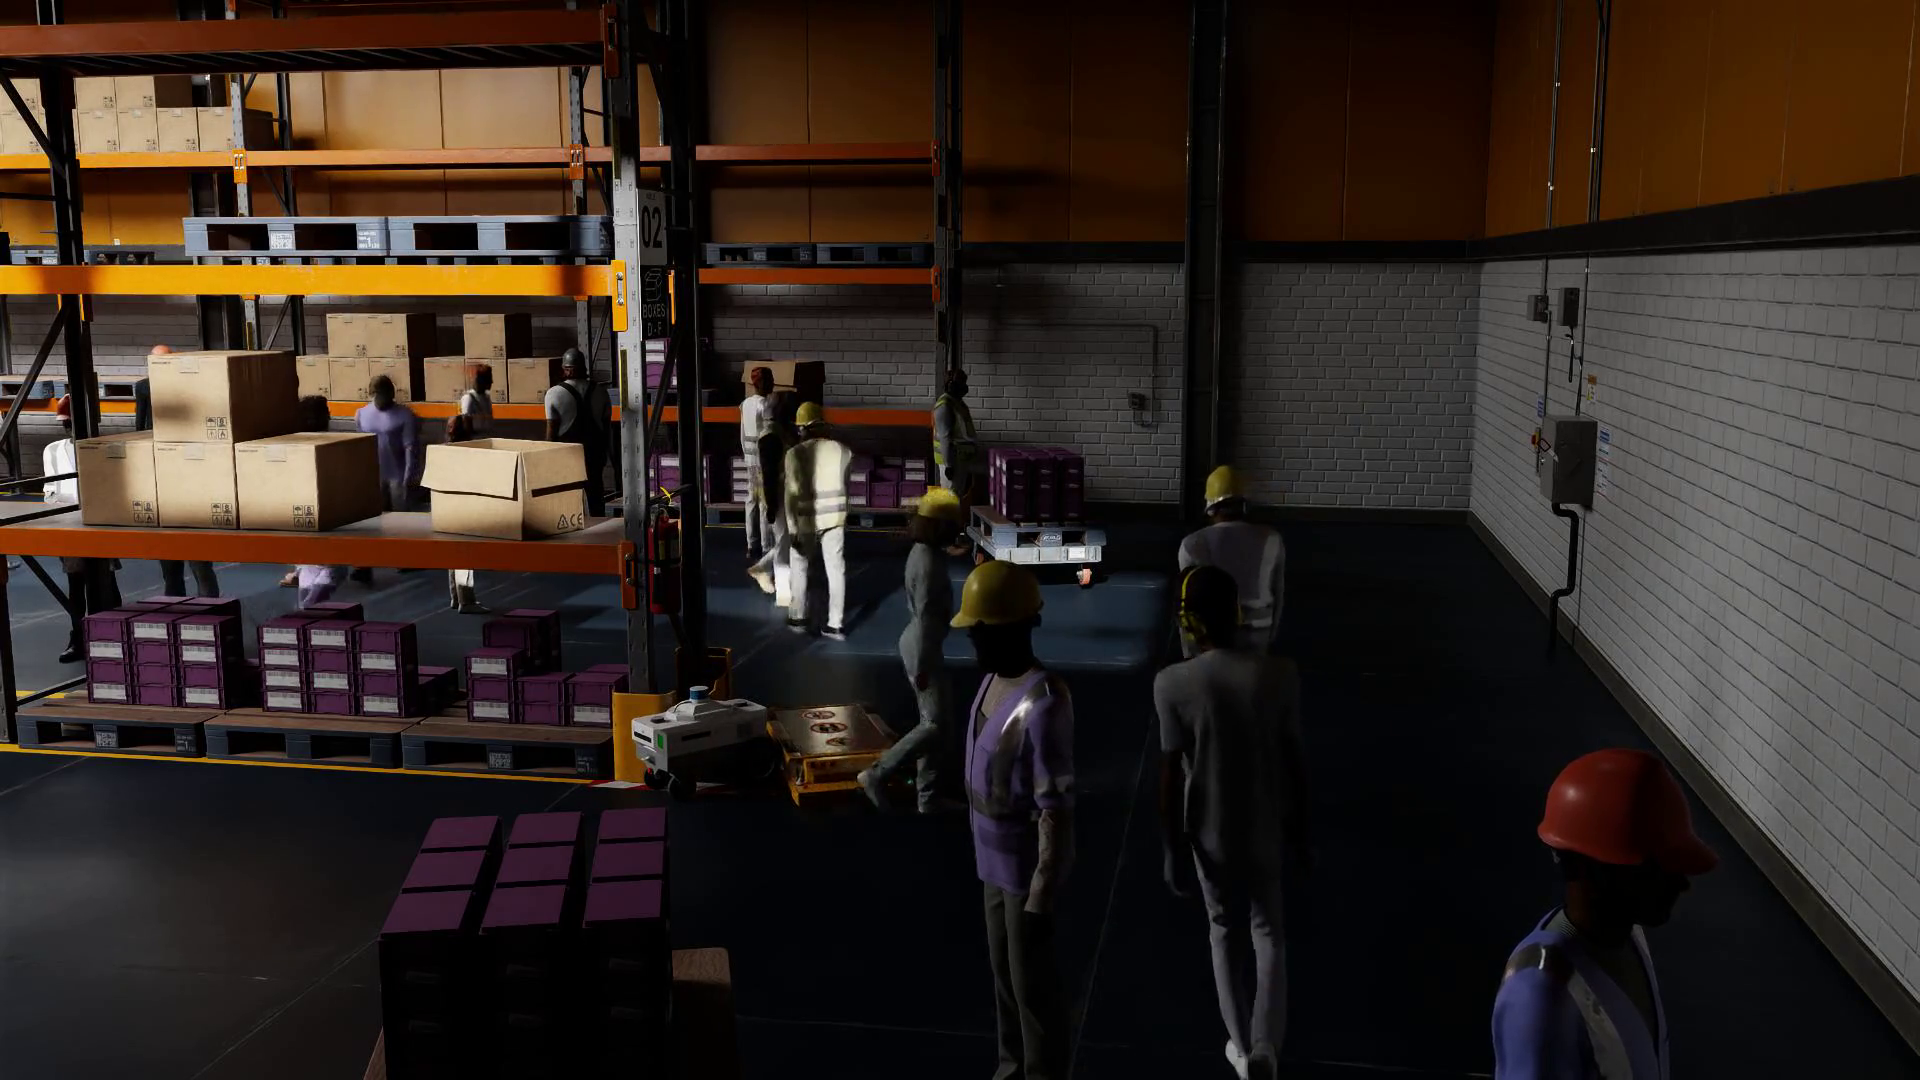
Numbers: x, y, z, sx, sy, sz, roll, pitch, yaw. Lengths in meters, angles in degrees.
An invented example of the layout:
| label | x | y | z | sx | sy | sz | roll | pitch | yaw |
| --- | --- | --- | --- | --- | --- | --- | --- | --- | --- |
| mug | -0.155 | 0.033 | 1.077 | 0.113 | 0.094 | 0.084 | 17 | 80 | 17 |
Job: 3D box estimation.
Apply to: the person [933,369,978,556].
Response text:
| label | x | y | z | sx | sy | sz | roll | pitch | yaw |
| --- | --- | --- | --- | --- | --- | --- | --- | --- | --- |
| person | -0.041 | -0.773 | 16.502 | 0.429 | 1.844 | 0.626 | 2 | 9 | 12 |

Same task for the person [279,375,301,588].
| label | x | y | z | sx | sy | sz | roll | pitch | yaw |
| --- | --- | --- | --- | --- | --- | --- | --- | --- | --- |
| person | -5.912 | -0.546 | 14.785 | 0.375 | 1.940 | 0.627 | -1 | 9 | -7 |

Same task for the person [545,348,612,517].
| label | x | y | z | sx | sy | sz | roll | pitch | yaw |
| --- | --- | --- | --- | --- | --- | --- | --- | --- | --- |
| person | -3.890 | -0.925 | 16.823 | 0.683 | 2.000 | 0.537 | -6 | 11 | -35 |

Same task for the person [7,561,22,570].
| label | x | y | z | sx | sy | sz | roll | pitch | yaw |
| --- | --- | --- | --- | --- | --- | --- | --- | --- | --- |
| person | -9.036 | -0.511 | 15.191 | 0.785 | 1.736 | 0.537 | -4 | 10 | -22 |

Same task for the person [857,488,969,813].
| label | x | y | z | sx | sy | sz | roll | pitch | yaw |
| --- | --- | --- | --- | --- | --- | --- | --- | --- | --- |
| person | -0.219 | 0.586 | 8.447 | 0.506 | 1.716 | 0.491 | -1 | 9 | -6 |

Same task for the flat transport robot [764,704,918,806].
| label | x | y | z | sx | sy | sz | roll | pitch | yaw |
| --- | --- | --- | --- | --- | --- | --- | --- | --- | --- |
| flat transport robot | -0.711 | 1.165 | 9.330 | 0.652 | 0.197 | 1.431 | -3 | 9 | -15 |

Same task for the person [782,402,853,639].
| label | x | y | z | sx | sy | sz | roll | pitch | yaw |
| --- | --- | --- | --- | --- | --- | --- | --- | --- | --- |
| person | -1.124 | -0.161 | 12.803 | 0.609 | 1.800 | 0.760 | -5 | 10 | -28 |

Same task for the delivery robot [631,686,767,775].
| label | x | y | z | sx | sy | sz | roll | pitch | yaw |
| --- | --- | --- | --- | --- | --- | --- | --- | --- | --- |
| delivery robot | -1.406 | 1.032 | 8.985 | 0.707 | 0.478 | 0.477 | -7 | 12 | -39 |

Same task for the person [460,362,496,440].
| label | x | y | z | sx | sy | sz | roll | pitch | yaw |
| --- | --- | --- | --- | --- | --- | --- | --- | --- | --- |
| person | -5.164 | -0.951 | 17.581 | 0.845 | 1.859 | 0.584 | 1 | 9 | 3 |

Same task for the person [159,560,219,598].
| label | x | y | z | sx | sy | sz | roll | pitch | yaw |
| --- | --- | --- | --- | --- | --- | --- | --- | --- | --- |
| person | -5.758 | -0.147 | 12.313 | 0.635 | 1.937 | 0.354 | 1 | 9 | 4 |

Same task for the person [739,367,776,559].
| label | x | y | z | sx | sy | sz | roll | pitch | yaw |
| --- | --- | --- | --- | --- | --- | --- | --- | --- | --- |
| person | -1.914 | -0.742 | 16.180 | 0.356 | 1.883 | 0.572 | -7 | 12 | -39 |

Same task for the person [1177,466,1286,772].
| label | x | y | z | sx | sy | sz | roll | pitch | yaw |
| --- | --- | --- | --- | --- | --- | --- | --- | --- | --- |
| person | 1.419 | 0.499 | 8.804 | 0.595 | 1.784 | 0.942 | -1 | 9 | -4 |

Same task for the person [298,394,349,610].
| label | x | y | z | sx | sy | sz | roll | pitch | yaw |
| --- | --- | --- | --- | --- | --- | --- | --- | --- | --- |
| person | -4.816 | -0.146 | 12.443 | 0.426 | 1.889 | 0.664 | -4 | 10 | -25 |

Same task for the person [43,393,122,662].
| label | x | y | z | sx | sy | sz | roll | pitch | yaw |
| --- | --- | --- | --- | --- | --- | --- | --- | --- | --- |
| person | -6.279 | -0.088 | 11.949 | 0.546 | 1.938 | 0.361 | -2 | 9 | -10 |

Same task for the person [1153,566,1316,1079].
| label | x | y | z | sx | sy | sz | roll | pitch | yaw |
| --- | --- | --- | --- | --- | --- | --- | --- | --- | --- |
| person | 0.918 | 0.997 | 5.534 | 0.567 | 1.832 | 0.657 | 0 | 9 | 3 |

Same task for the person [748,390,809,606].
| label | x | y | z | sx | sy | sz | roll | pitch | yaw |
| --- | --- | --- | --- | --- | --- | --- | --- | --- | --- |
| person | -1.510 | -0.348 | 13.911 | 0.522 | 1.826 | 0.642 | 2 | 9 | 12 |

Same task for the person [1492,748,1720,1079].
| label | x | y | z | sx | sy | sz | roll | pitch | yaw |
| --- | --- | --- | --- | --- | --- | --- | --- | --- | --- |
| person | 1.185 | 1.331 | 3.146 | 0.362 | 1.938 | 0.545 | 6 | 11 | 32 |

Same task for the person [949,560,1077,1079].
| label | x | y | z | sx | sy | sz | roll | pitch | yaw |
| --- | --- | --- | --- | --- | --- | --- | --- | --- | --- |
| person | 0.163 | 1.009 | 5.198 | 0.383 | 1.921 | 0.585 | -3 | 10 | -16 |

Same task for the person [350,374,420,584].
| label | x | y | z | sx | sy | sz | roll | pitch | yaw |
| --- | --- | --- | --- | --- | --- | --- | --- | --- | --- |
| person | -5.205 | -0.564 | 15.099 | 0.635 | 1.871 | 1.066 | 1 | 9 | 8 |

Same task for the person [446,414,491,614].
| label | x | y | z | sx | sy | sz | roll | pitch | yaw |
| --- | --- | --- | --- | --- | --- | --- | --- | --- | --- |
| person | -4.078 | -0.214 | 13.654 | 0.306 | 1.640 | 0.522 | -5 | 10 | -28 |

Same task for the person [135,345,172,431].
| label | x | y | z | sx | sy | sz | roll | pitch | yaw |
| --- | --- | --- | --- | --- | --- | --- | --- | --- | --- |
| person | -8.801 | -1.167 | 18.473 | 0.622 | 1.990 | 0.400 | -6 | 11 | -32 |
